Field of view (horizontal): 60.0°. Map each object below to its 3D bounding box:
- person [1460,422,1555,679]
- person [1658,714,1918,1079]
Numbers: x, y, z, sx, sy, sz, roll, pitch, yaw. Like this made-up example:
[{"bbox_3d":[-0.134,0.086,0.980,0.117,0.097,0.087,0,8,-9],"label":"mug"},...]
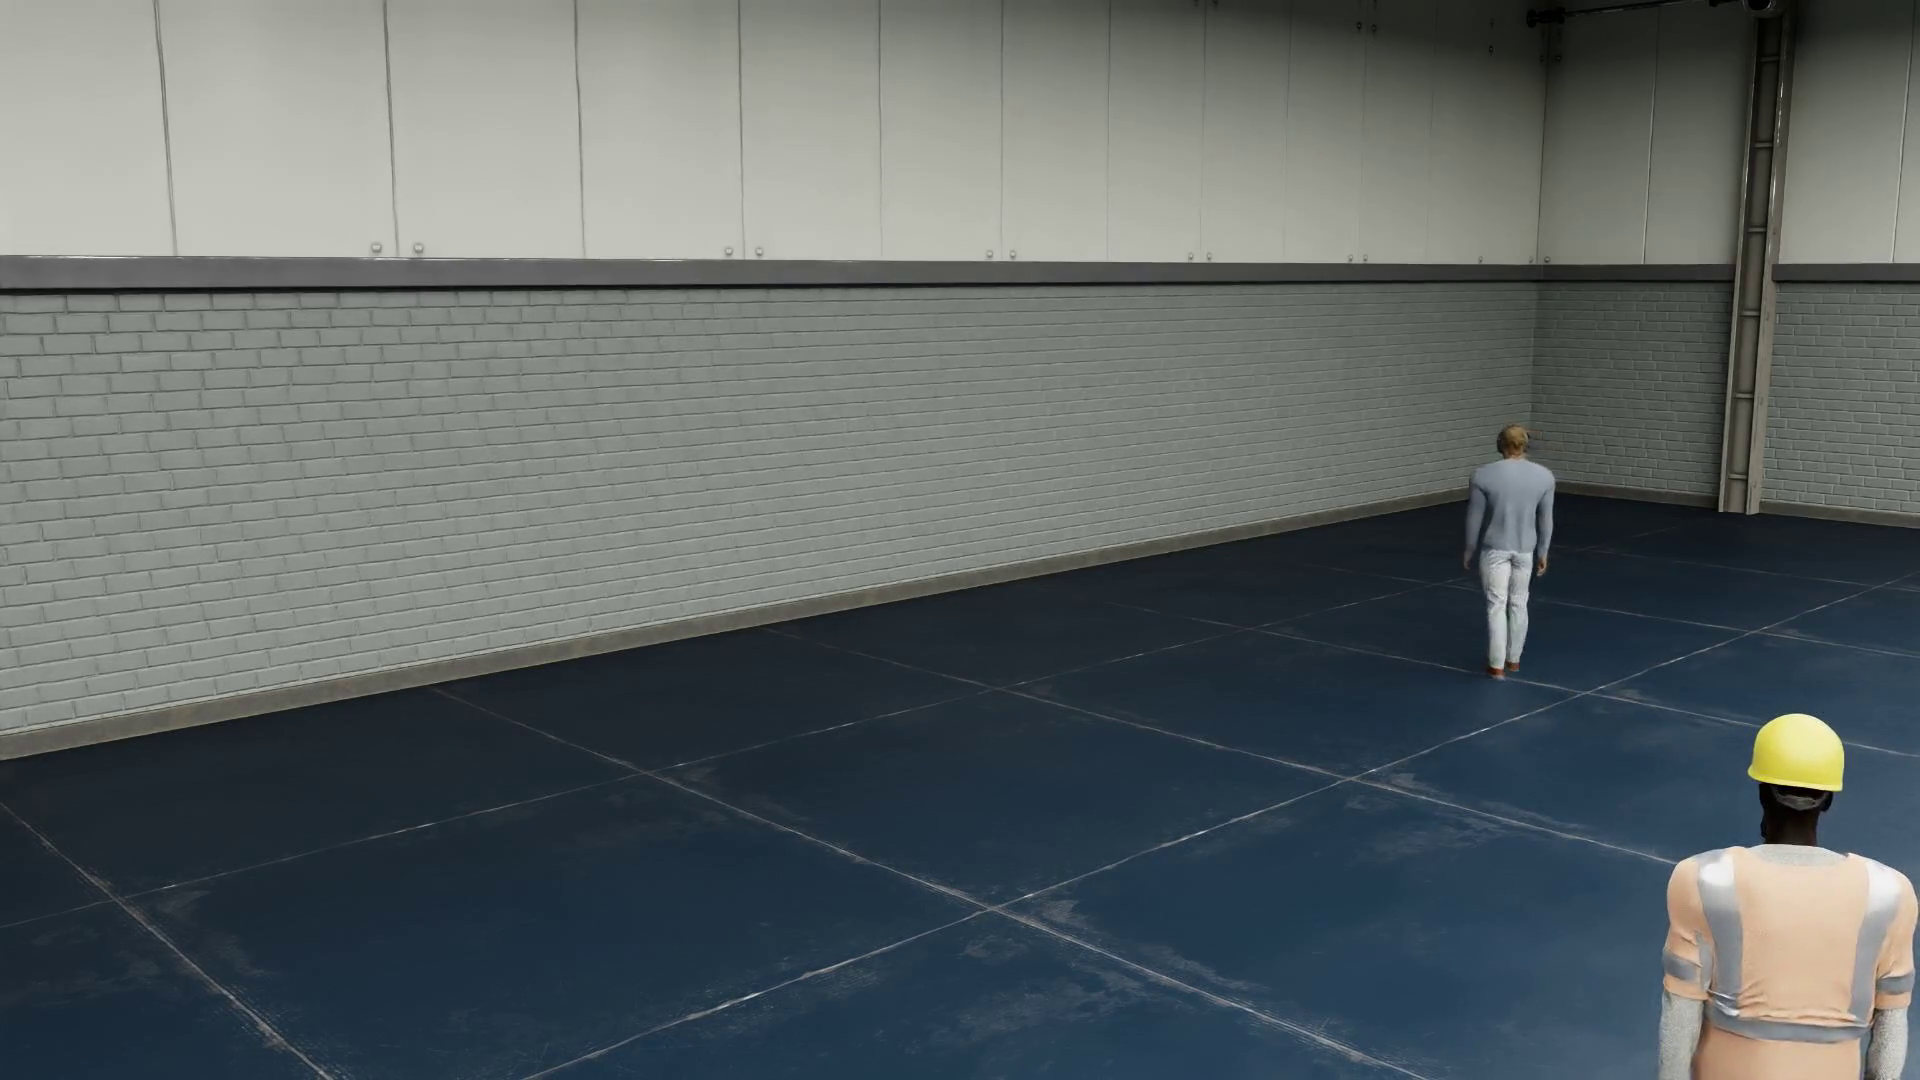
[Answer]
[{"bbox_3d":[4.103,0.069,12.516,0.630,1.939,0.441,0,9,-1],"label":"person"},{"bbox_3d":[2.088,1.392,4.283,0.594,1.924,0.382,2,9,10],"label":"person"}]
